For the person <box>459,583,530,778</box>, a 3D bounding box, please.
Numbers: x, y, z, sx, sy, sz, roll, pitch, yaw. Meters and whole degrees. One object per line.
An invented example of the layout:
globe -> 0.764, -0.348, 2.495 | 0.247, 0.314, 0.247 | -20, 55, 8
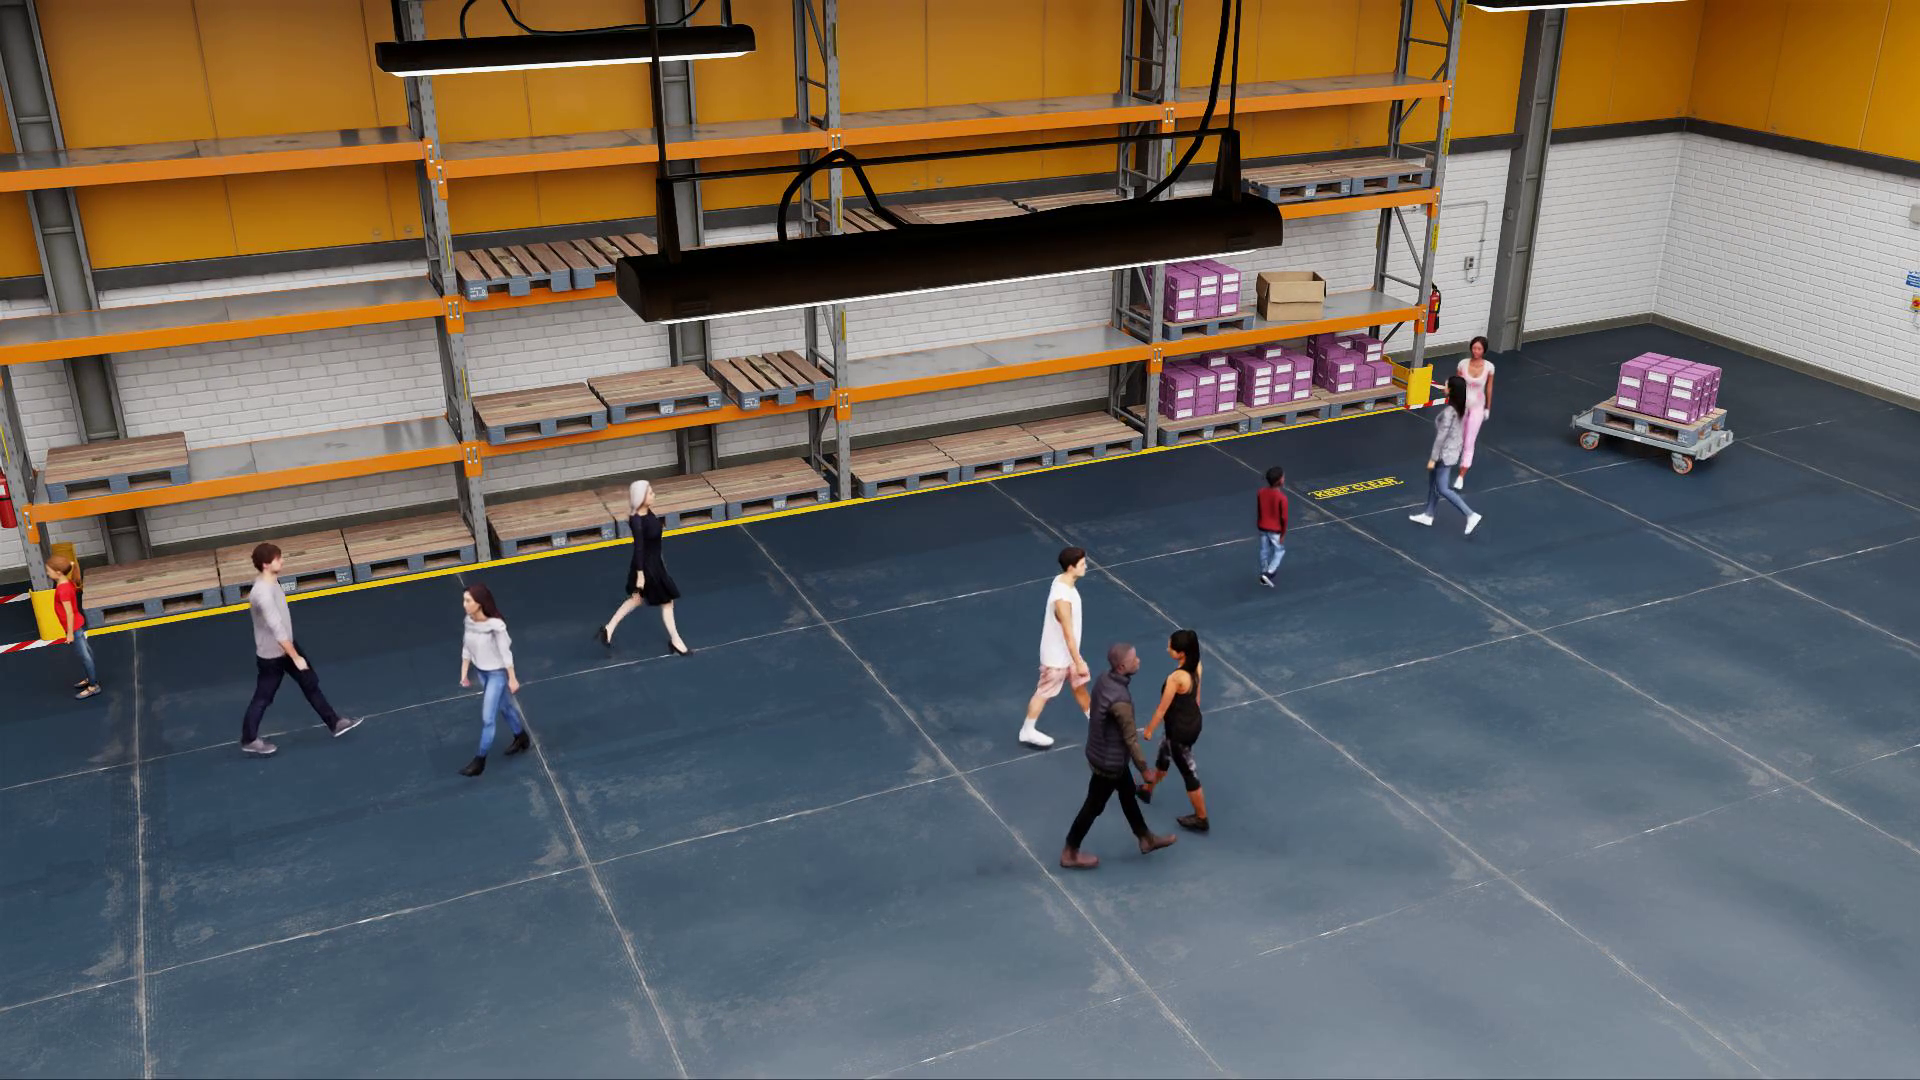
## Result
person -> -3.660, 1.055, 13.282 | 0.891, 1.596, 1.074 | 18, 29, 35

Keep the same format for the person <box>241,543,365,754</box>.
person -> -5.586, 0.917, 13.358 | 1.261, 1.788, 0.896 | -4, 24, -8

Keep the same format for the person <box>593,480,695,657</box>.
person -> -2.884, 0.291, 14.886 | 1.195, 1.712, 0.883 | -1, 24, -2

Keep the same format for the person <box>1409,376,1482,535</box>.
person -> 5.199, -0.874, 17.549 | 1.004, 1.713, 1.070 | 16, 28, 32

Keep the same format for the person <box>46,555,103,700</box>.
person -> -7.654, 0.732, 14.377 | 0.482, 1.310, 0.472 | -10, 25, -21

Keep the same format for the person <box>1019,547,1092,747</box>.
person -> 0.722, 0.904, 13.456 | 1.188, 1.734, 1.046 | 5, 24, 10

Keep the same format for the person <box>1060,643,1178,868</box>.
person -> 0.977, 1.576, 11.846 | 1.226, 1.791, 0.990 | -1, 24, -1

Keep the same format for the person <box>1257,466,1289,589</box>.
person -> 3.036, -0.111, 16.386 | 0.621, 1.246, 0.693 | 19, 30, 36

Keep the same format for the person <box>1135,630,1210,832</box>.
person -> 1.728, 1.436, 12.360 | 0.998, 1.636, 1.002 | 12, 27, 26

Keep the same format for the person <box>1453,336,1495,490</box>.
person -> 5.830, -1.495, 18.984 | 1.080, 1.700, 1.217 | 11, 26, 24
